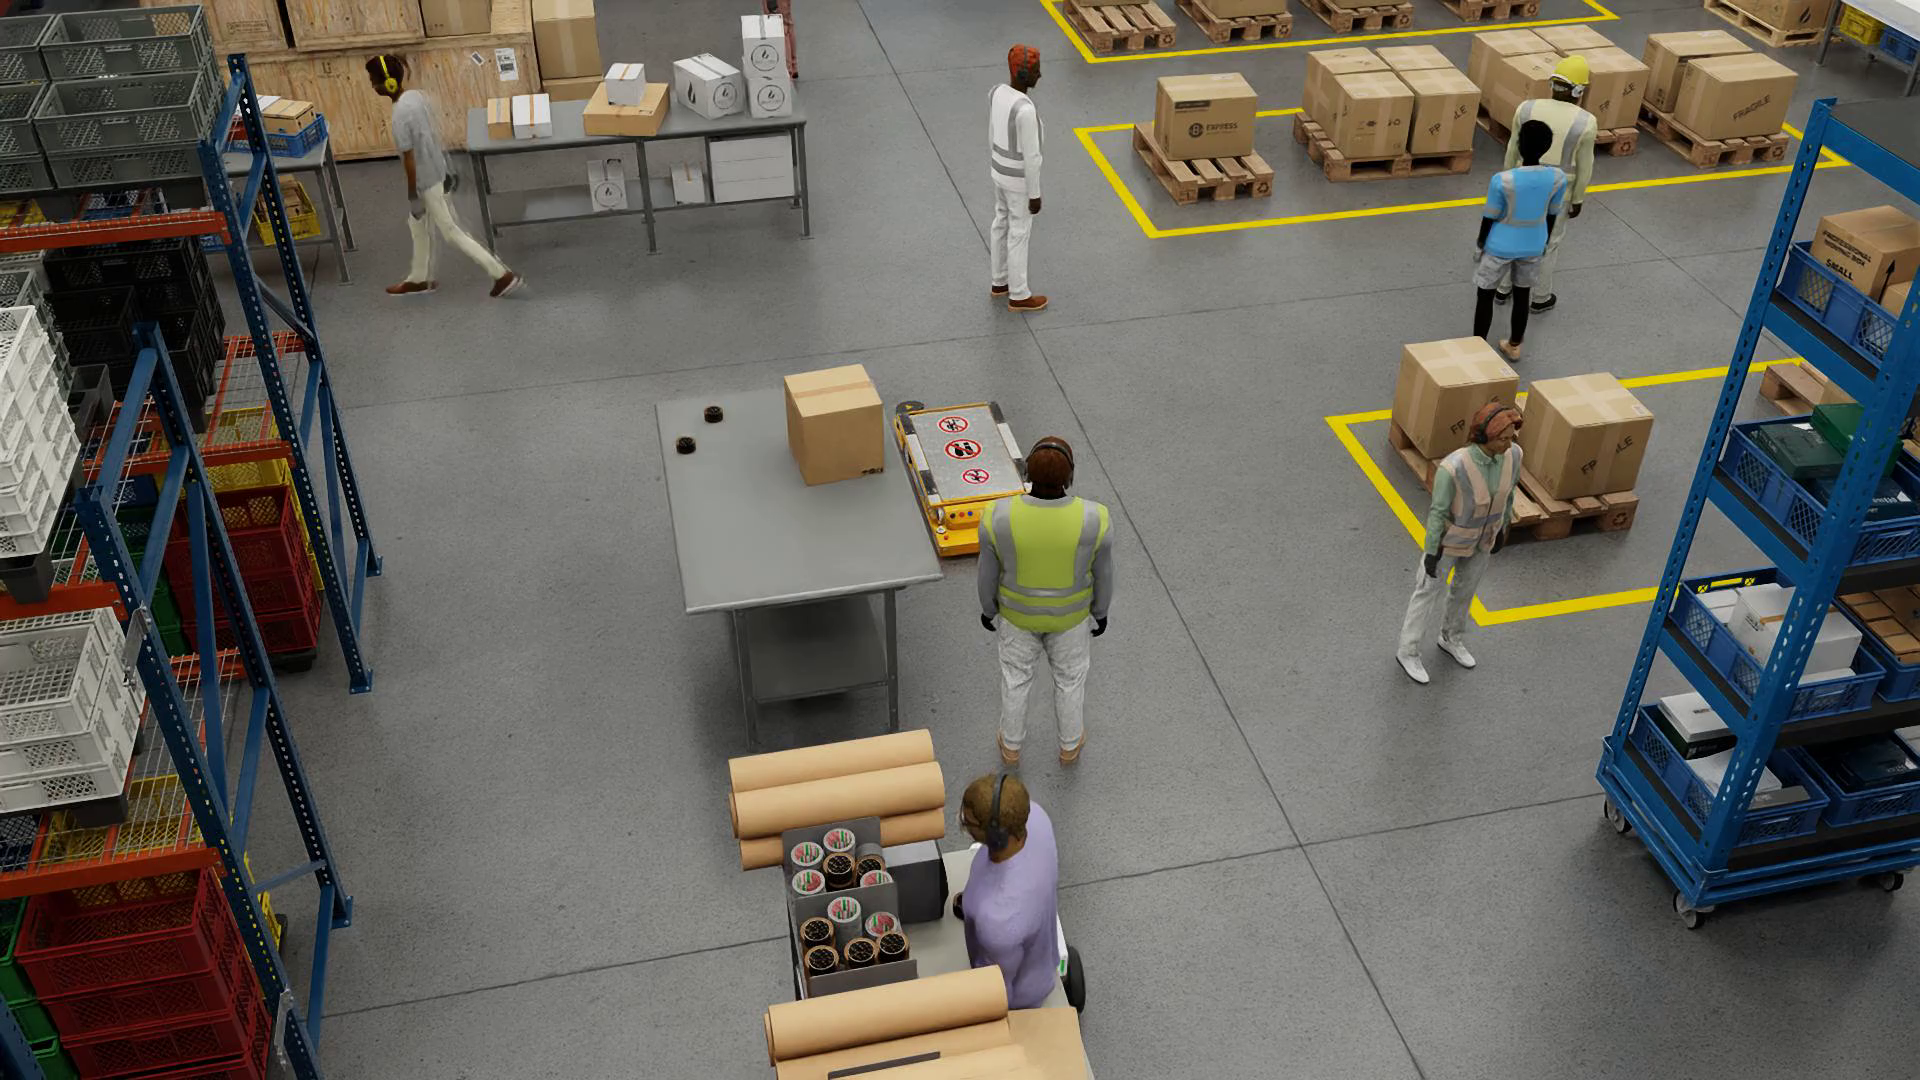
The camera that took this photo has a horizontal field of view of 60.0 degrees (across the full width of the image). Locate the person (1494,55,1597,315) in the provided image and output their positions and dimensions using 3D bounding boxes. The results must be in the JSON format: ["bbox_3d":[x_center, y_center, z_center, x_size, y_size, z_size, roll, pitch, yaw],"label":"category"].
[{"bbox_3d":[4.059,-2.452,11.537,0.588,1.821,0.404,26,44,30],"label":"person"}]

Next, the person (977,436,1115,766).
[{"bbox_3d":[0.398,0.310,7.807,0.633,1.843,0.429,1,37,2],"label":"person"}]

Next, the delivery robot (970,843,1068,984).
[{"bbox_3d":[0.234,1.591,7.081,0.477,0.478,0.707,-5,37,-6],"label":"delivery robot"}]

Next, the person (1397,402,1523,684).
[{"bbox_3d":[2.535,0.009,8.388,0.520,1.633,0.315,-15,39,-19],"label":"person"}]

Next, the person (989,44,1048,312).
[{"bbox_3d":[0.398,-2.502,11.552,0.355,1.884,0.572,-16,39,-20],"label":"person"}]

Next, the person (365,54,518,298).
[{"bbox_3d":[-3.676,-2.526,11.647,0.950,1.820,0.583,-3,37,-4],"label":"person"}]

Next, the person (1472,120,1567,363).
[{"bbox_3d":[3.644,-1.933,10.950,0.540,1.692,0.320,-5,37,-7],"label":"person"}]

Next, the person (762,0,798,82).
[{"bbox_3d":[-1.677,-4.983,14.879,0.400,1.900,0.647,1,37,2],"label":"person"}]

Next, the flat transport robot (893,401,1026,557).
[{"bbox_3d":[0.046,-0.430,10.108,0.652,0.197,1.431,-8,37,-10],"label":"flat transport robot"}]

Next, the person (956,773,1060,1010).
[{"bbox_3d":[0.171,1.574,6.040,0.371,1.928,0.630,7,37,10],"label":"person"}]
